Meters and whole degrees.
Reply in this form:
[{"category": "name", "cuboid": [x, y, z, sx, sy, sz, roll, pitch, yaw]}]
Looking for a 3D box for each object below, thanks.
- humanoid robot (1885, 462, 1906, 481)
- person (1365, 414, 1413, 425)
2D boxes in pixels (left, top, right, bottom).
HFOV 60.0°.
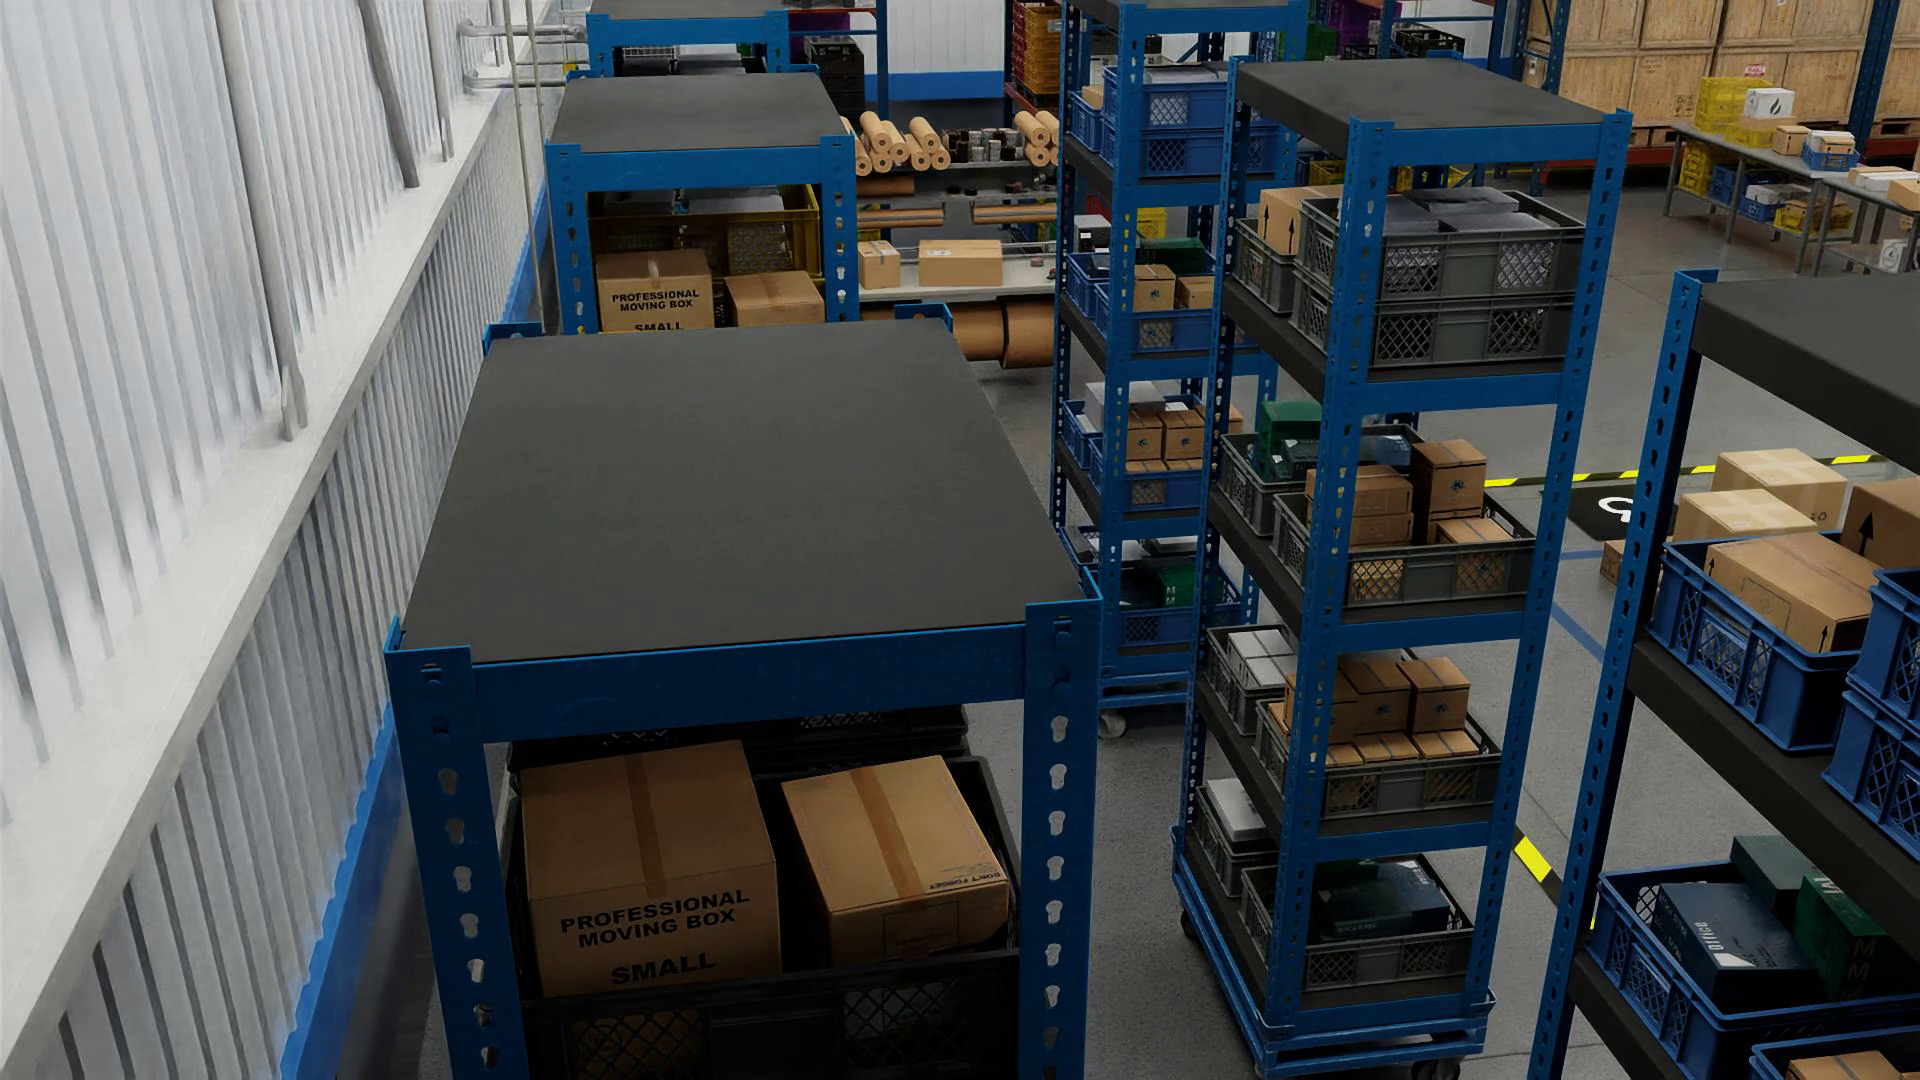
[{"category": "humanoid robot", "cuboid": [6.445, -1.068, 10.860, 0.540, 1.769, 0.779, 20, 32, 37]}, {"category": "person", "cuboid": [1.961, 0.201, 7.971, 0.601, 1.849, 0.400, -3, 25, -6]}]
